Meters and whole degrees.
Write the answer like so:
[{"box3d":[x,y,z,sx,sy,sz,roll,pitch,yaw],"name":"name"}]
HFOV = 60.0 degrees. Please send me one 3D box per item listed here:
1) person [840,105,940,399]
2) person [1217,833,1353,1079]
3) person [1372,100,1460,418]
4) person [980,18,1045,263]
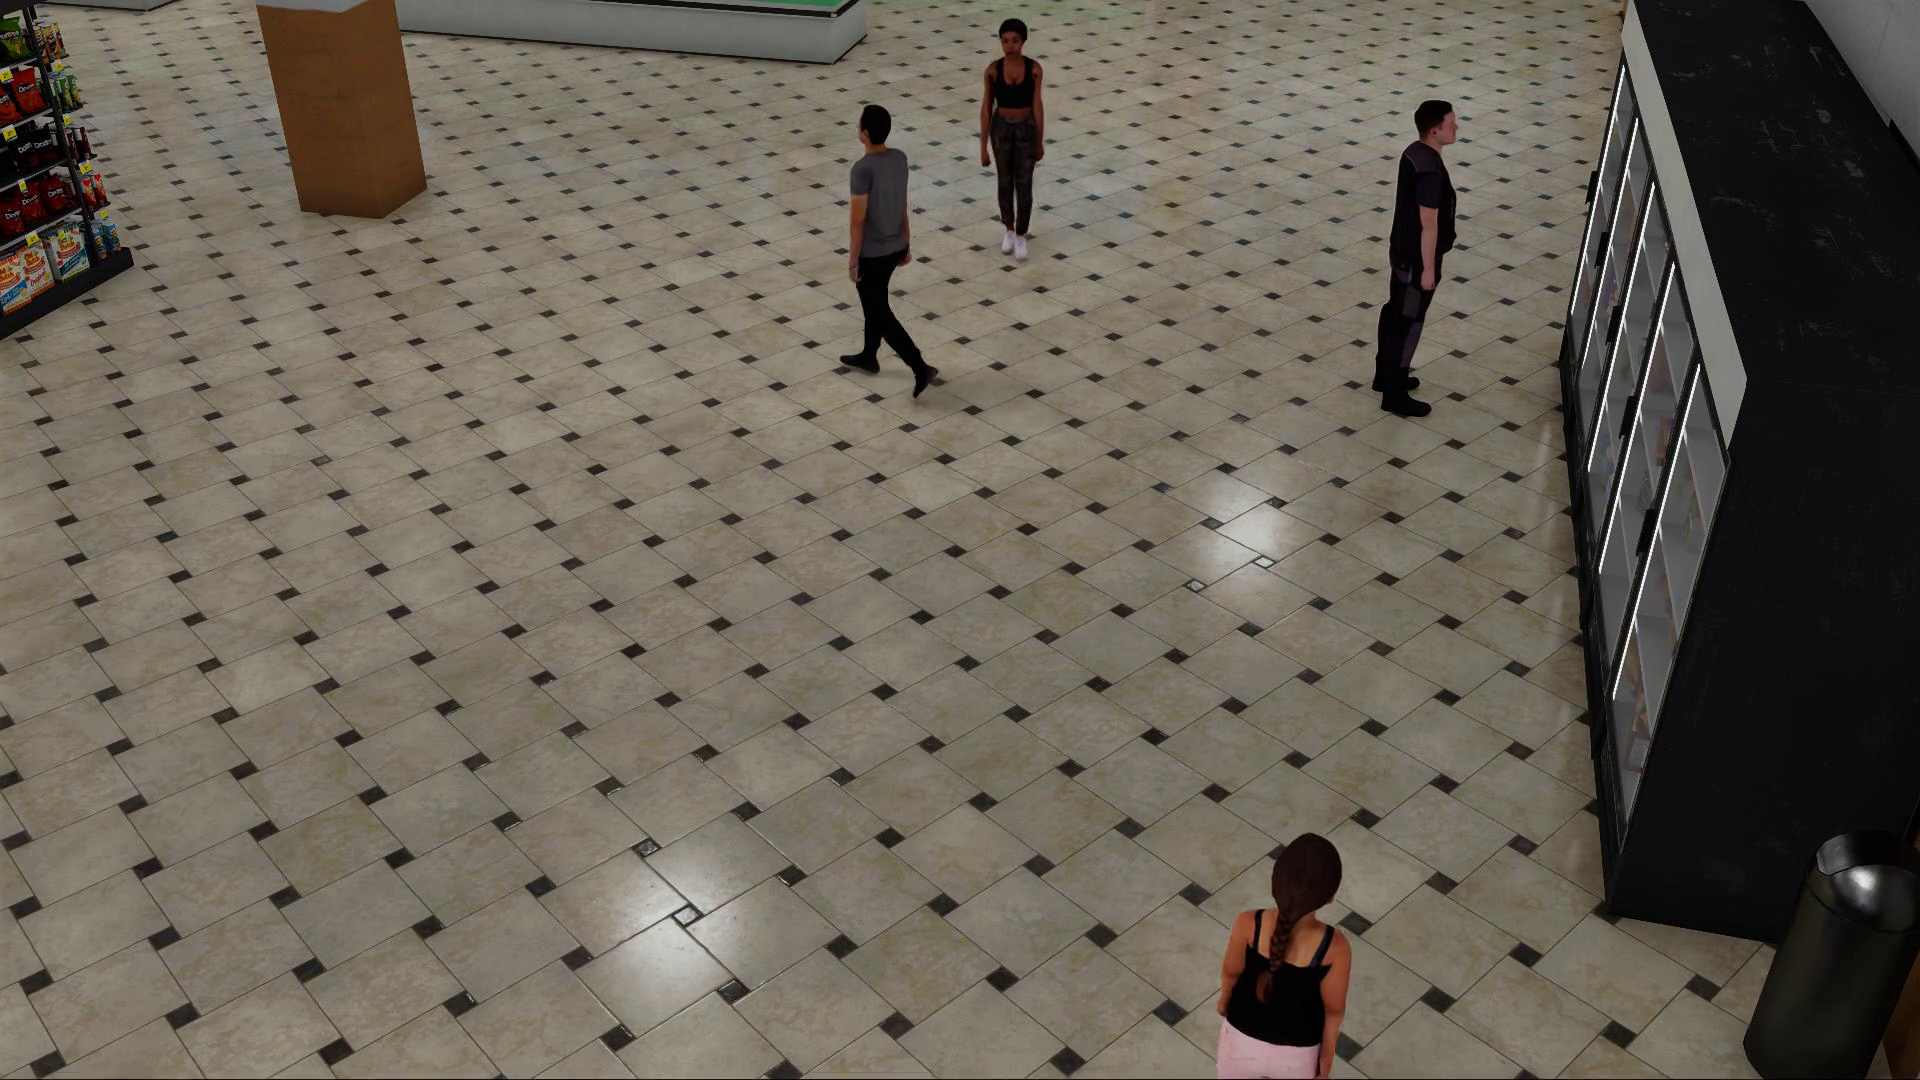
[{"box3d":[-0.416,-1.681,9.822,1.161,1.732,0.872,20,37,29],"name":"person"},{"box3d":[0.895,1.523,4.855,0.938,1.539,0.591,6,32,10],"name":"person"},{"box3d":[2.645,-1.647,9.659,0.658,1.846,0.763,2,32,3],"name":"person"},{"box3d":[0.384,-2.852,11.751,0.667,1.682,0.711,3,32,5],"name":"person"}]
